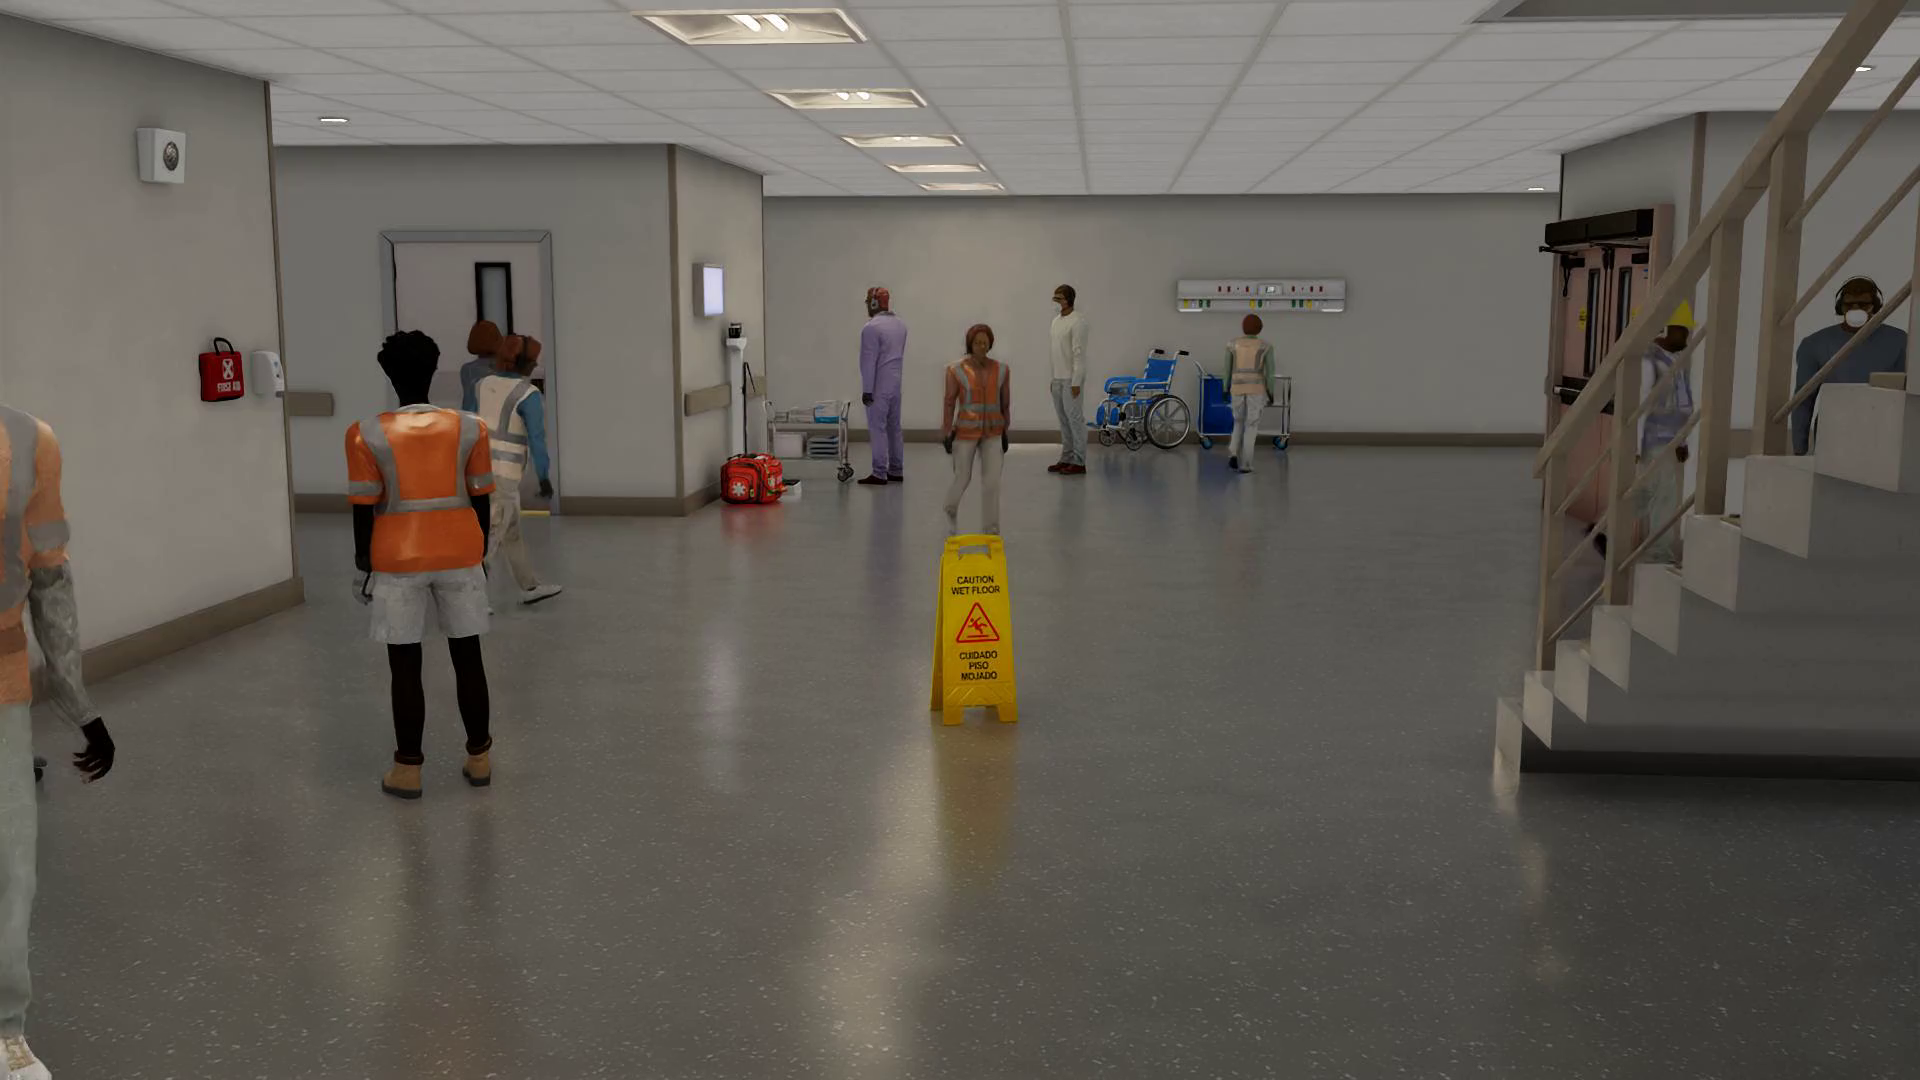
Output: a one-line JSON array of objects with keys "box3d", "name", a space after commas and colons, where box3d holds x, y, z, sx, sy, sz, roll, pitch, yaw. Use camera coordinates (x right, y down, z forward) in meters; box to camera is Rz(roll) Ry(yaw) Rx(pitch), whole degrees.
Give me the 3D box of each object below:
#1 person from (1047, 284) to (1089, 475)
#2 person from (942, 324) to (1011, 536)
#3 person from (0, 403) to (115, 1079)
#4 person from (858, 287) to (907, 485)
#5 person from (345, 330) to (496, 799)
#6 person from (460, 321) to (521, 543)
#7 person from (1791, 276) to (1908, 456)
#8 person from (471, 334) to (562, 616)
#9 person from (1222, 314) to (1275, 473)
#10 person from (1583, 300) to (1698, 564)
[{"box3d": [1.095, -1.627, 16.913, 0.371, 1.932, 0.628, -3, 9, -22], "name": "person"}, {"box3d": [0.106, -0.767, 12.132, 0.524, 1.617, 0.703, -3, 9, -18], "name": "person"}, {"box3d": [-2.228, 0.346, 3.611, 0.688, 1.903, 0.456, -8, 12, -44], "name": "person"}, {"box3d": [-0.770, -1.485, 16.051, 0.399, 1.899, 0.647, 4, 9, 28], "name": "person"}, {"box3d": [-1.940, 0.090, 6.031, 0.531, 1.692, 0.322, -5, 10, -32], "name": "person"}, {"box3d": [-3.367, -0.750, 11.931, 0.280, 1.636, 0.501, 6, 10, 34], "name": "person"}, {"box3d": [5.132, -0.547, 9.588, 0.636, 1.928, 0.382, 4, 9, 27], "name": "person"}, {"box3d": [-2.555, -0.371, 9.465, 0.555, 1.585, 0.809, 7, 11, 38], "name": "person"}, {"box3d": [2.960, -1.501, 17.042, 0.555, 1.621, 0.376, 4, 9, 28], "name": "person"}, {"box3d": [4.465, -0.674, 10.856, 0.705, 1.807, 0.599, 7, 11, 39], "name": "person"}]
